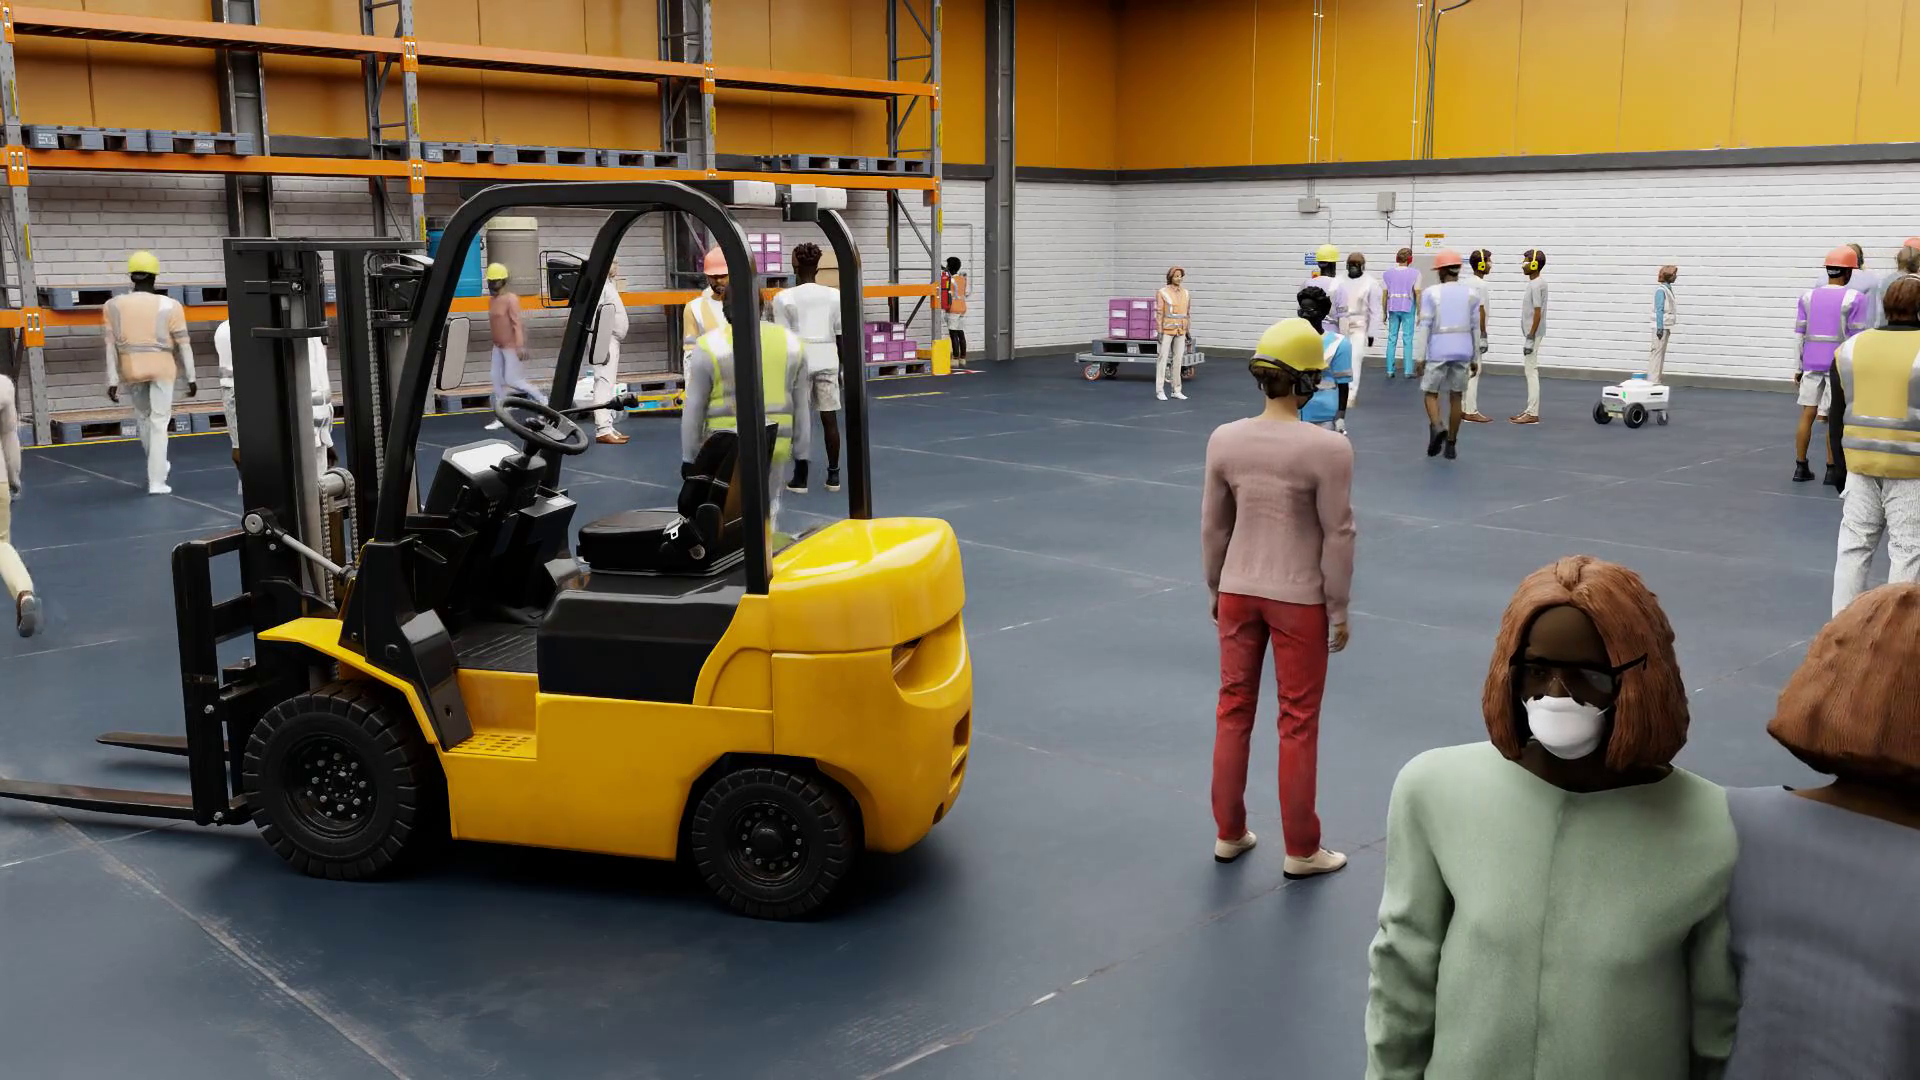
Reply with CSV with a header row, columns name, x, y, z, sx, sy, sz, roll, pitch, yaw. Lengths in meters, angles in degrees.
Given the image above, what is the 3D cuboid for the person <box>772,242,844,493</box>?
name,x,y,z,sx,sy,sz,roll,pitch,yaw
person,-1.180,-1.351,13.112,0.605,1.966,0.373,-4,11,-19

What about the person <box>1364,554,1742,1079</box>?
name,x,y,z,sx,sy,sz,roll,pitch,yaw
person,0.768,0.823,2.169,0.503,1.633,0.280,6,12,29

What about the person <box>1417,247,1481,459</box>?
name,x,y,z,sx,sy,sz,roll,pitch,yaw
person,4.410,-1.665,14.971,0.579,1.912,0.672,1,10,4

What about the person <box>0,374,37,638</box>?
name,x,y,z,sx,sy,sz,roll,pitch,yaw
person,-4.826,-0.263,8.141,0.546,1.613,0.530,9,14,41

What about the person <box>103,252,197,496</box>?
name,x,y,z,sx,sy,sz,roll,pitch,yaw
person,-6.386,-1.323,13.202,0.605,1.879,0.937,-1,10,-6

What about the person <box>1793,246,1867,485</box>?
name,x,y,z,sx,sy,sz,roll,pitch,yaw
person,7.101,-1.421,13.576,0.376,1.935,0.550,-8,13,-37

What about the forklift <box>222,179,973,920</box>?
name,x,y,z,sx,sy,sz,roll,pitch,yaw
forklift,-1.114,-0.058,5.440,2.313,2.155,1.214,2,11,13

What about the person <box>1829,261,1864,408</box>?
name,x,y,z,sx,sy,sz,roll,pitch,yaw
person,10.011,-2.329,18.833,0.537,1.832,0.938,0,10,-1

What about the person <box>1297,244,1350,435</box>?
name,x,y,z,sx,sy,sz,roll,pitch,yaw
person,3.678,-2.009,16.804,0.364,1.930,0.588,-10,14,-43

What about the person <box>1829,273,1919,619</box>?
name,x,y,z,sx,sy,sz,roll,pitch,yaw
person,4.422,-0.326,7.860,0.429,1.846,0.625,-6,12,-31

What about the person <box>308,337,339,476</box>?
name,x,y,z,sx,sy,sz,roll,pitch,yaw
person,-3.466,-0.506,8.728,0.337,1.882,0.583,2,11,9

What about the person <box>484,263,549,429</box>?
name,x,y,z,sx,sy,sz,roll,pitch,yaw
person,-4.699,-2.036,17.457,0.545,1.741,0.616,10,14,42

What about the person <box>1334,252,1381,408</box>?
name,x,y,z,sx,sy,sz,roll,pitch,yaw
person,4.625,-2.485,19.668,0.672,1.828,0.603,8,13,38

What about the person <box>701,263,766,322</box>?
name,x,y,z,sx,sy,sz,roll,pitch,yaw
person,-1.736,-1.388,13.319,0.654,1.956,0.877,7,13,34

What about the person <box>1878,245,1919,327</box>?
name,x,y,z,sx,sy,sz,roll,pitch,yaw
person,9.446,-2.004,16.800,0.696,1.923,0.652,1,10,5

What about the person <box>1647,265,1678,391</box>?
name,x,y,z,sx,sy,sz,roll,pitch,yaw
person,9.084,-2.724,21.501,0.307,1.636,0.525,7,12,32

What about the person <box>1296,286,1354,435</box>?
name,x,y,z,sx,sy,sz,roll,pitch,yaw
person,2.279,-0.799,10.841,0.540,1.696,0.316,7,12,33

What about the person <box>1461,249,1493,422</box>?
name,x,y,z,sx,sy,sz,roll,pitch,yaw
person,5.611,-2.217,18.096,0.328,1.874,0.517,-1,10,-7

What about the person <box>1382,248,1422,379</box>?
name,x,y,z,sx,sy,sz,roll,pitch,yaw
person,6.241,-3.201,23.526,0.563,1.847,0.388,7,12,33

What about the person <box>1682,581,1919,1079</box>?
name,x,y,z,sx,sy,sz,roll,pitch,yaw
person,1.062,0.853,2.006,0.276,1.631,0.507,-7,13,-34

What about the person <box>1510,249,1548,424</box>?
name,x,y,z,sx,sy,sz,roll,pitch,yaw
person,6.140,-2.183,17.918,0.322,1.871,0.531,4,11,19

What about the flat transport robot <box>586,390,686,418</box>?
name,x,y,z,sx,sy,sz,roll,pitch,yaw
flat transport robot,-3.575,-1.547,18.704,1.431,0.197,0.652,-4,13,-5

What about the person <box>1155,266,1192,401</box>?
name,x,y,z,sx,sy,sz,roll,pitch,yaw
person,2.620,-2.539,20.480,0.513,1.642,0.311,-6,12,-28

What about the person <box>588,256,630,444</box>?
name,x,y,z,sx,sy,sz,roll,pitch,yaw
person,-3.441,-1.895,16.248,0.411,1.908,0.643,-1,10,-6

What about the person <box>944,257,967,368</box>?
name,x,y,z,sx,sy,sz,roll,pitch,yaw
person,-0.080,-3.497,25.552,0.317,1.695,0.540,6,12,28

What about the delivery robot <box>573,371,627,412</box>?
name,x,y,z,sx,sy,sz,roll,pitch,yaw
delivery robot,-3.984,-1.592,18.022,0.707,0.478,0.477,1,10,5

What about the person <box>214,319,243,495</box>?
name,x,y,z,sx,sy,sz,roll,pitch,yaw
person,-3.700,-0.579,8.979,0.350,1.940,0.543,6,12,29

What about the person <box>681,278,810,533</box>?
name,x,y,z,sx,sy,sz,roll,pitch,yaw
person,-1.165,-0.457,8.652,0.654,1.814,0.790,-7,12,-33

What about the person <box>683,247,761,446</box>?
name,x,y,z,sx,sy,sz,roll,pitch,yaw
person,-1.648,-1.062,11.616,0.553,1.935,0.362,-2,11,-10

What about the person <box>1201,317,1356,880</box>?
name,x,y,z,sx,sy,sz,roll,pitch,yaw
person,1.008,0.185,5.282,0.526,1.769,0.330,9,14,40

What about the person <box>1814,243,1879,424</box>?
name,x,y,z,sx,sy,sz,roll,pitch,yaw
person,9.452,-2.198,17.810,0.628,1.939,0.375,10,14,44

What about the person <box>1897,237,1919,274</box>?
name,x,y,z,sx,sy,sz,roll,pitch,yaw
person,10.873,-2.457,19.067,0.375,1.995,0.611,9,14,41

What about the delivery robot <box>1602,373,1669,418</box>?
name,x,y,z,sx,sy,sz,roll,pitch,yaw
delivery robot,7.198,-1.535,17.713,0.707,0.478,0.477,-5,11,-26
